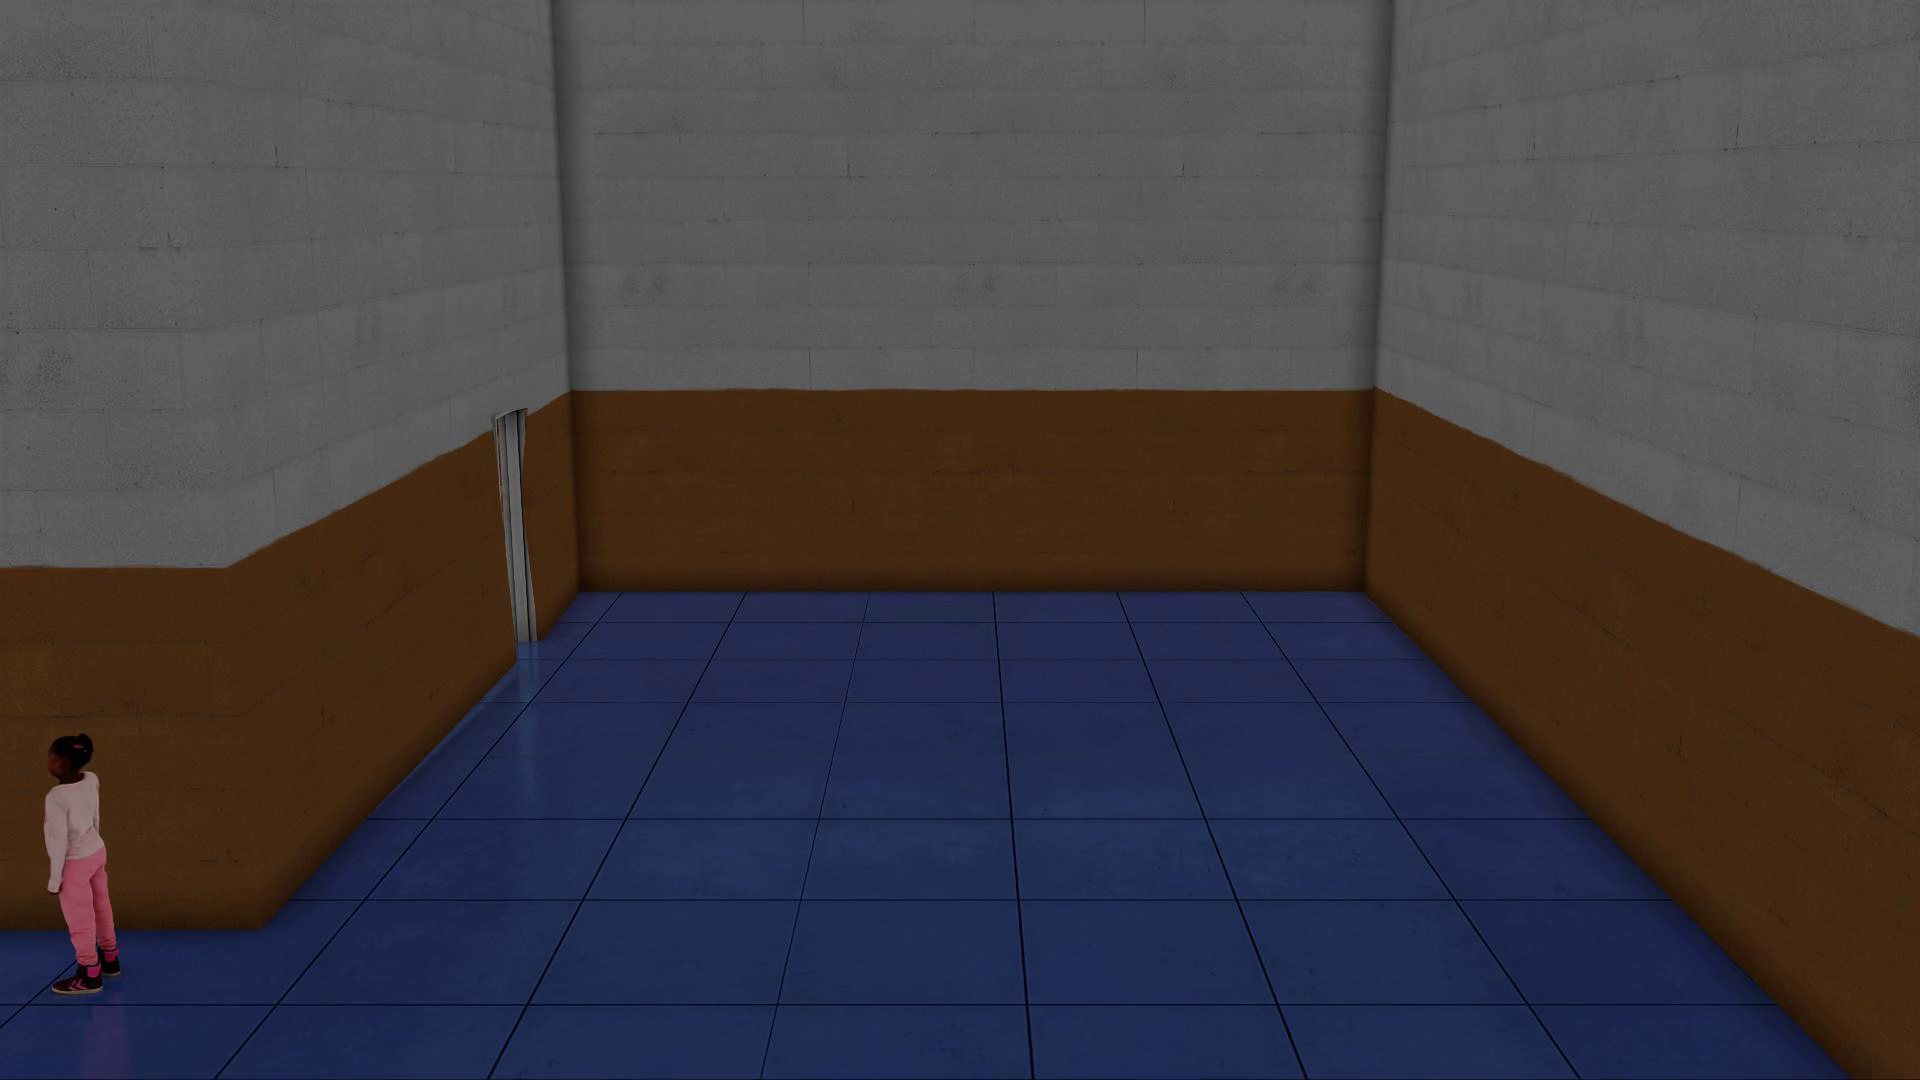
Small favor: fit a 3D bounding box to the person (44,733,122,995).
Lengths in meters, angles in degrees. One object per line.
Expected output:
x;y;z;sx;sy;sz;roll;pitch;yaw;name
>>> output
-4.736;1.719;8.953;0.535;1.433;0.557;1;12;5;person
